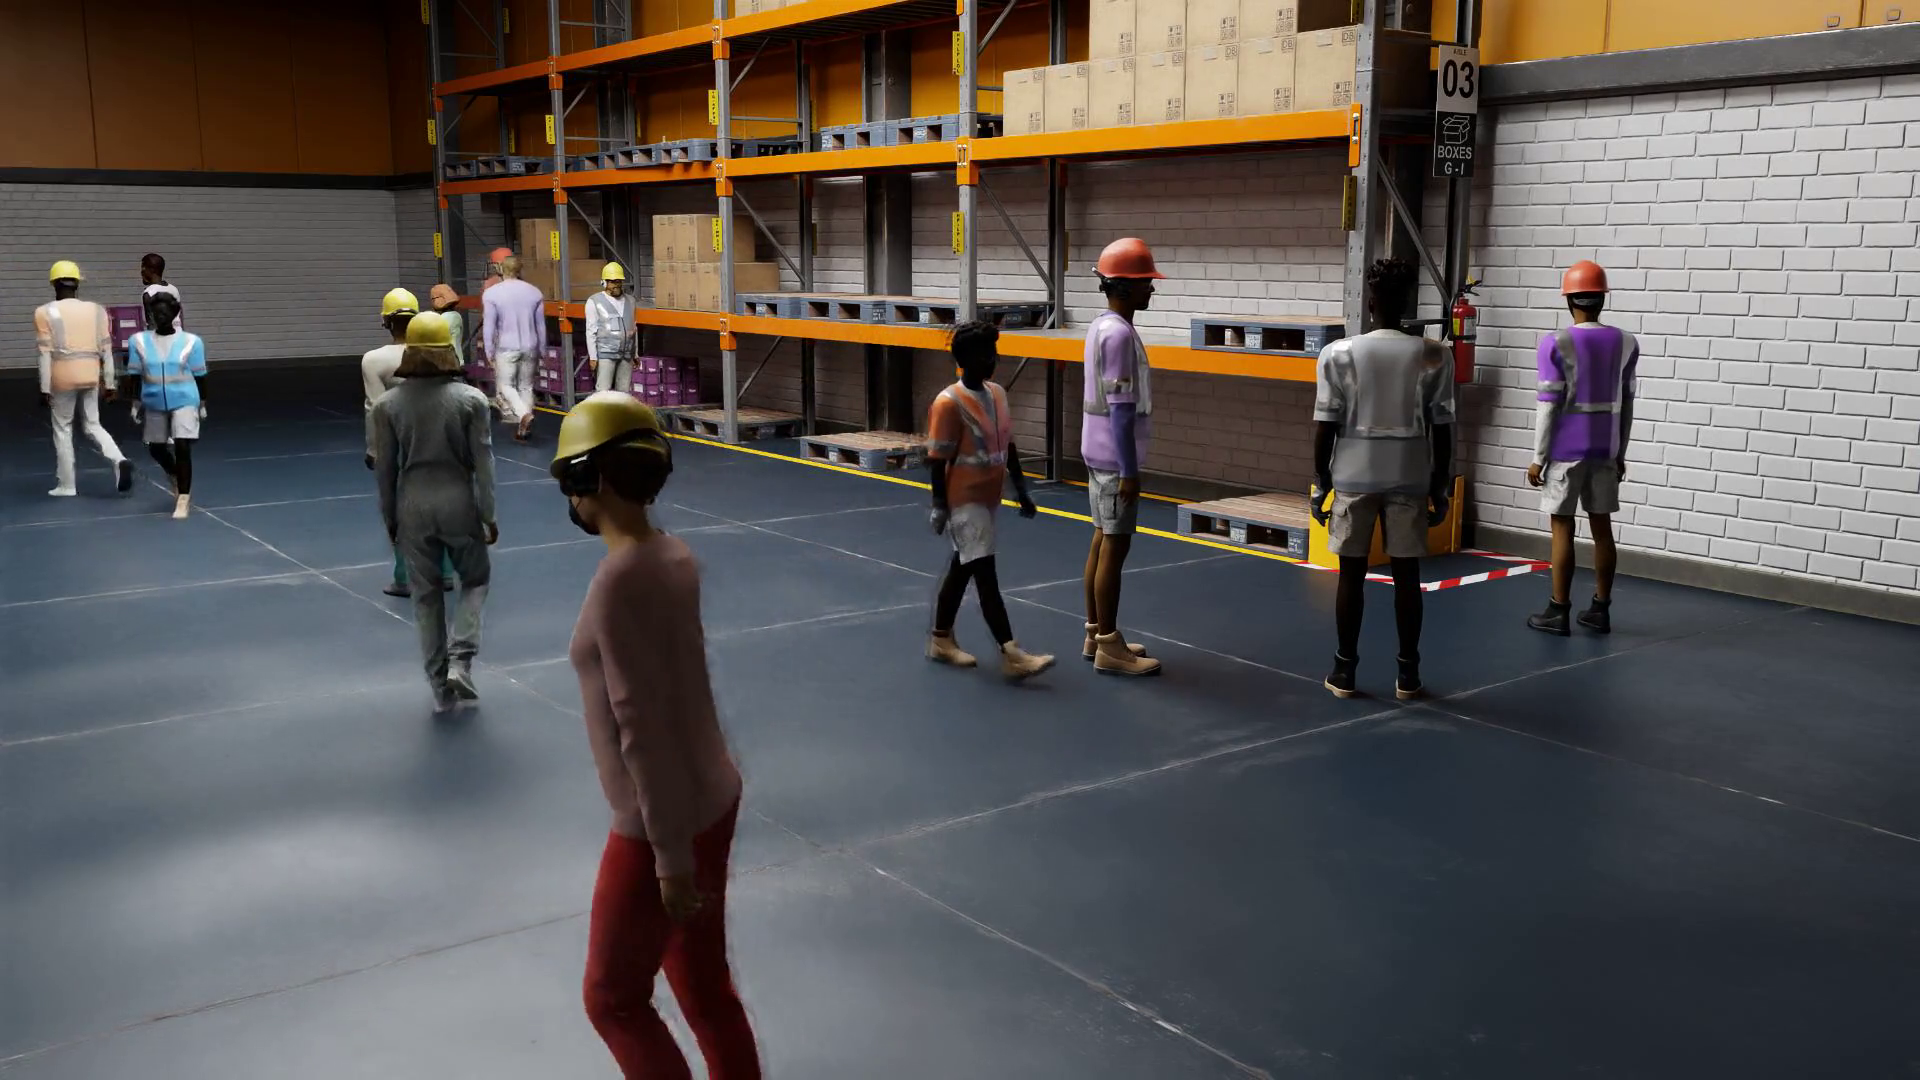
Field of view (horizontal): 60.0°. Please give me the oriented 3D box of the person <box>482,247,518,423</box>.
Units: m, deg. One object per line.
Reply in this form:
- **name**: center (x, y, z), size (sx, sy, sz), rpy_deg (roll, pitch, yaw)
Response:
- **person**: center (-5.124, -2.299, 18.735), size (0.442, 1.976, 0.630), rpy_deg (4, 11, 20)

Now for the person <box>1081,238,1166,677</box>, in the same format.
- **person**: center (0.764, -0.388, 7.852), size (0.377, 2.045, 0.605), rpy_deg (-1, 10, -4)

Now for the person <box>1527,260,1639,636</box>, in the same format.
- **person**: center (3.192, -0.466, 8.598), size (0.547, 1.934, 0.376), rpy_deg (-2, 10, -10)

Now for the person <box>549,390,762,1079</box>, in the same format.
- **person**: center (-0.604, 0.564, 3.400), size (0.505, 1.725, 0.541), rpy_deg (1, 10, 8)

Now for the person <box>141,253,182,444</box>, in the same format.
- **person**: center (-8.071, -1.932, 16.850), size (0.392, 1.920, 0.587), rpy_deg (-1, 10, -3)

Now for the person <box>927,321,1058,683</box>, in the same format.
- **person**: center (0.156, -0.175, 7.728), size (0.813, 1.662, 0.544), rpy_deg (6, 12, 29)

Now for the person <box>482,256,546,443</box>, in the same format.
- **person**: center (-4.419, -1.885, 16.642), size (0.676, 1.898, 0.635), rpy_deg (-7, 12, -36)

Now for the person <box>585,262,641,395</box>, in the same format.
- **person**: center (-3.499, -1.894, 16.881), size (0.601, 1.830, 0.403), rpy_deg (-10, 14, -43)

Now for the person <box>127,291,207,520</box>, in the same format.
- **person**: center (-5.886, -1.021, 12.419), size (0.538, 1.679, 0.703), rpy_deg (-2, 10, -12)

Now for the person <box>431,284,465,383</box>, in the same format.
- **person**: center (-4.932, -1.645, 16.048), size (0.289, 1.632, 0.497), rpy_deg (1, 10, 3)

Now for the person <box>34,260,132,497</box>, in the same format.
- **person**: center (-6.984, -1.265, 13.210), size (0.719, 1.895, 0.602), rpy_deg (6, 12, 30)

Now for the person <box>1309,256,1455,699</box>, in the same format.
- **person**: center (1.866, -0.265, 7.383), size (0.614, 1.963, 0.361), rpy_deg (1, 10, 7)

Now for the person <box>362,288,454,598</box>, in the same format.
- **person**: center (-3.162, -0.554, 9.560), size (0.523, 1.769, 0.317), rpy_deg (-8, 13, -39)

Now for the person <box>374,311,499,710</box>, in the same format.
- **person**: center (-2.256, -0.122, 7.216), size (0.507, 1.727, 0.355), rpy_deg (-1, 10, -7)
